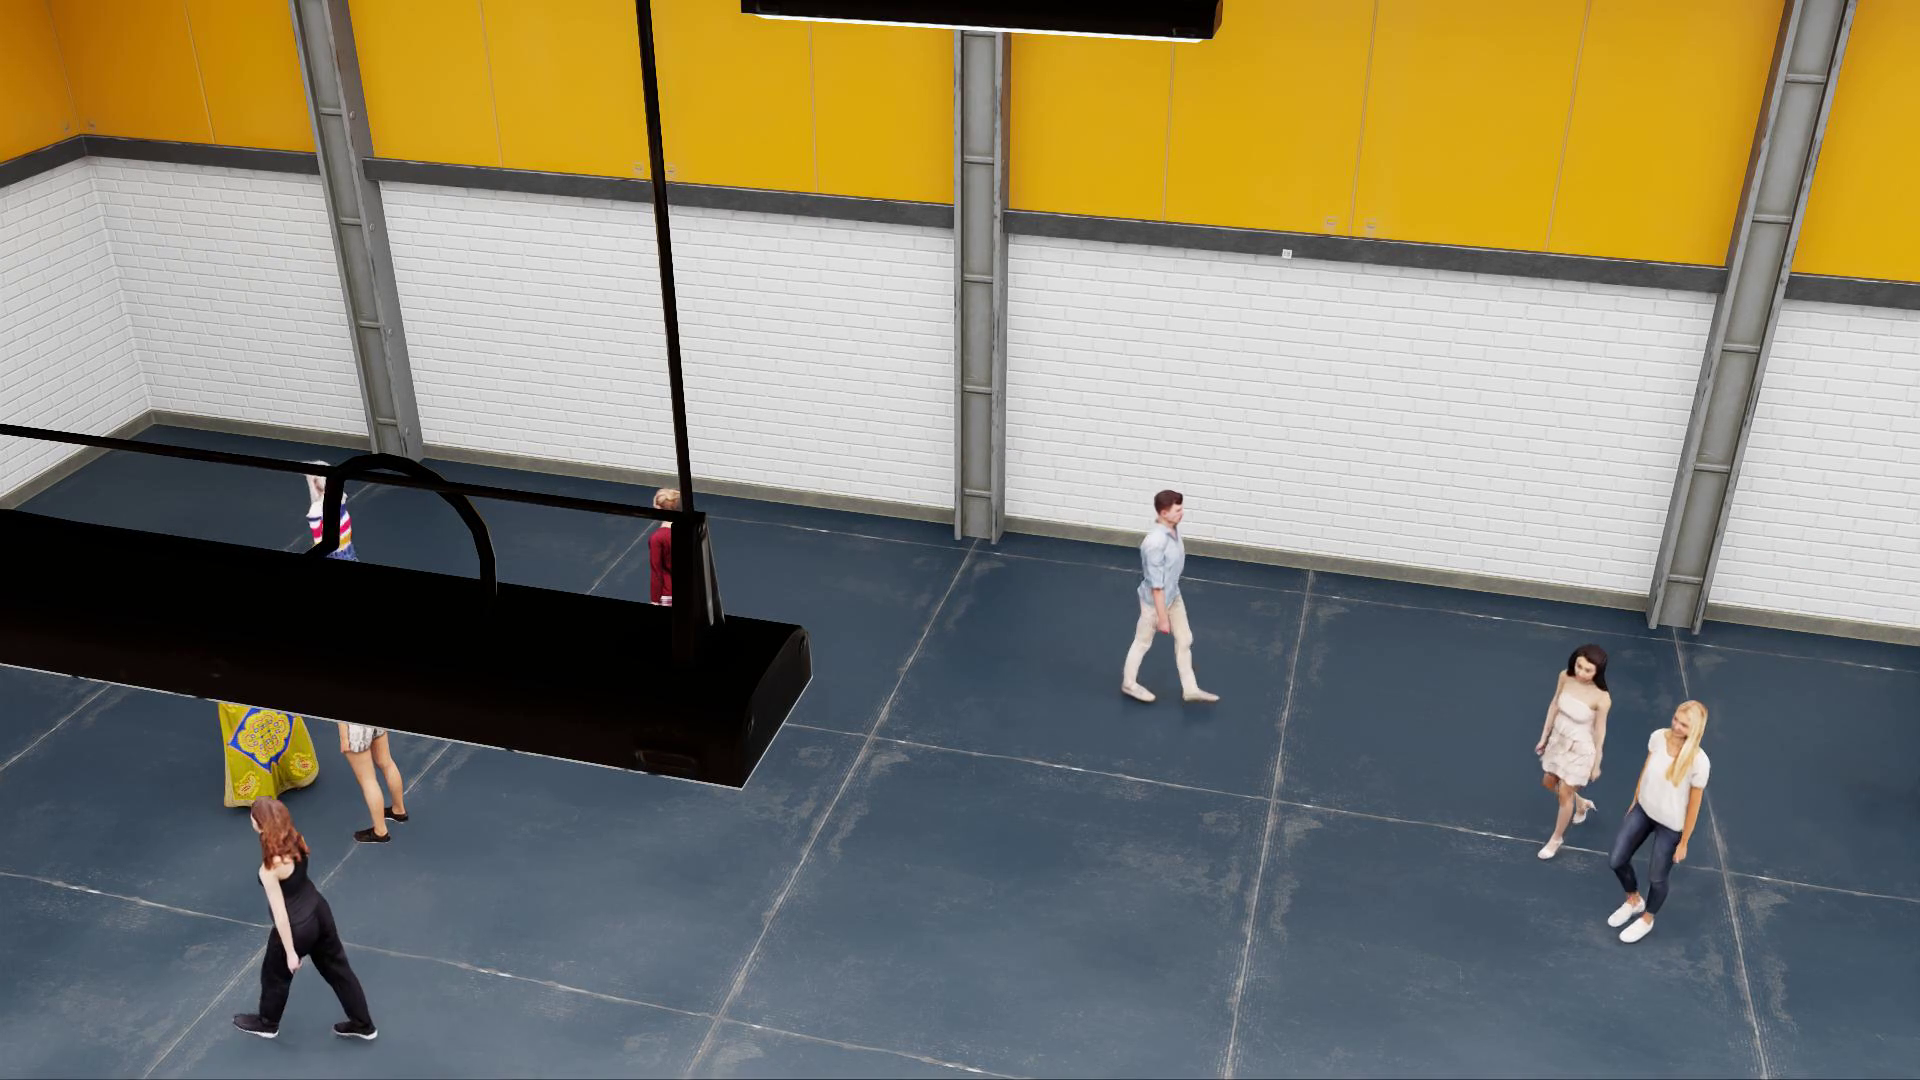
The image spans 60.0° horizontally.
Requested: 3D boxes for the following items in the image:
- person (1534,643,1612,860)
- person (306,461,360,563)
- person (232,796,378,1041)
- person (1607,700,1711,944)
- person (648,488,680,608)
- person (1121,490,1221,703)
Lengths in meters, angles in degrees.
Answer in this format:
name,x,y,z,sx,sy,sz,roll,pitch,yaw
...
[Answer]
name,x,y,z,sx,sy,sz,roll,pitch,yaw
person,4.075,1.369,10.905,0.914,1.718,0.839,-12,31,-21
person,-4.935,0.200,12.983,0.998,1.779,0.697,5,29,10
person,-3.631,2.193,9.402,1.064,1.711,0.706,4,29,7
person,4.358,1.708,10.201,0.794,1.796,0.741,-14,32,-24
person,-2.200,0.356,12.781,0.617,1.700,0.681,17,33,29
person,1.420,0.428,12.519,1.064,1.824,0.818,14,32,25
